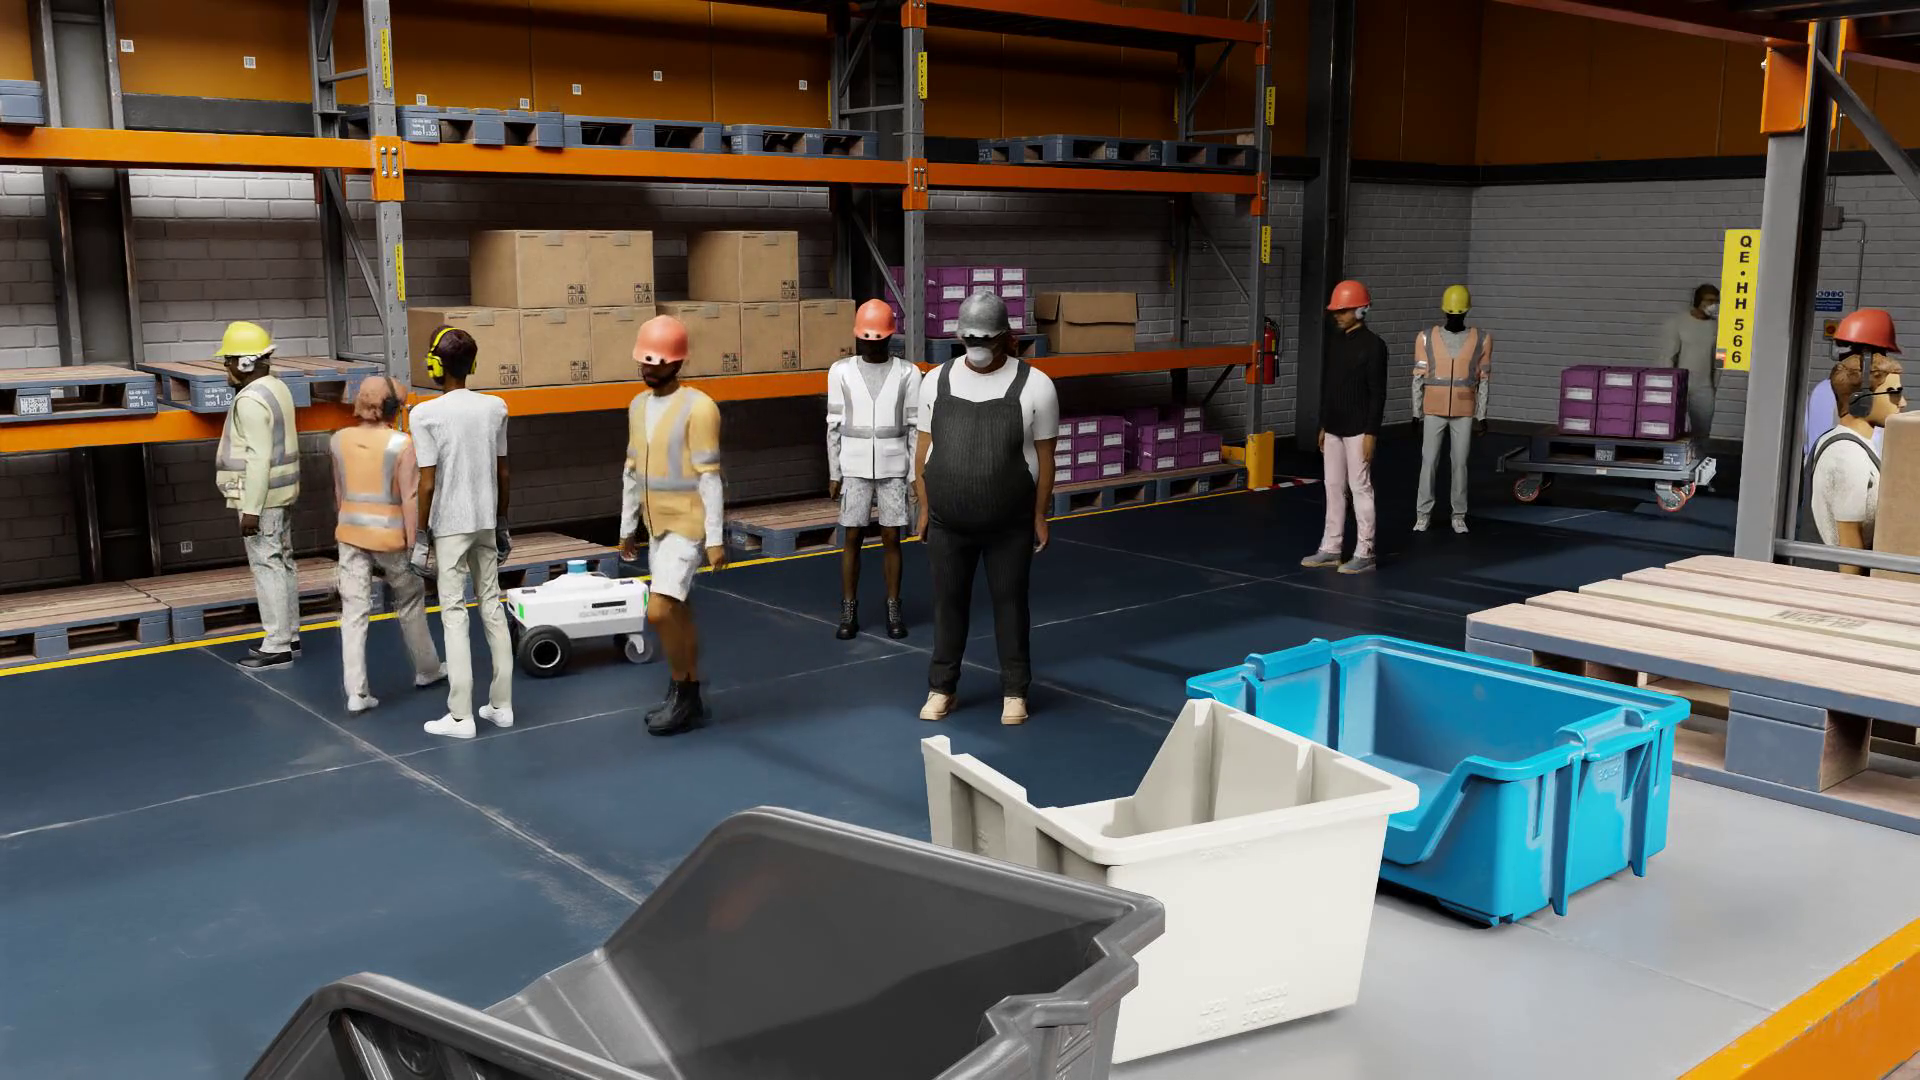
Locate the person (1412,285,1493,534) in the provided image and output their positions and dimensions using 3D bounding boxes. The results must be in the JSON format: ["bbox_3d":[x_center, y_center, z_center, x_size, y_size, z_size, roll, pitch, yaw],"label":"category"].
[{"bbox_3d":[3.783,-1.001,12.841,0.585,1.918,0.379,2,10,13],"label":"person"}]

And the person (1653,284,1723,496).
[{"bbox_3d":[6.603,-1.370,15.039,0.637,1.884,1.064,0,10,1],"label":"person"}]

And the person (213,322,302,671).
[{"bbox_3d":[-3.688,-0.229,8.761,0.404,1.829,0.600,-2,10,-9],"label":"person"}]

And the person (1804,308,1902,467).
[{"bbox_3d":[4.206,-0.126,7.898,0.363,1.933,0.543,0,10,1],"label":"person"}]

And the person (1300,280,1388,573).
[{"bbox_3d":[2.652,-0.755,11.331,0.509,1.995,0.630,-5,11,-24],"label":"person"}]

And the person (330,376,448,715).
[{"bbox_3d":[-2.791,0.003,8.085,0.536,1.597,0.805,2,10,11],"label":"person"}]

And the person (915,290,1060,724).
[{"bbox_3d":[0.100,-0.149,7.725,0.676,2.000,0.536,2,10,12],"label":"person"}]

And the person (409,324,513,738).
[{"bbox_3d":[-2.265,-0.036,7.560,0.328,1.877,0.509,8,13,37],"label":"person"}]

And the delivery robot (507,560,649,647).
[{"bbox_3d":[-2.019,0.350,8.819,0.707,0.478,0.477,-5,11,-25],"label":"delivery robot"}]

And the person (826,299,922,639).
[{"bbox_3d":[-0.481,-0.391,9.399,0.542,1.927,0.380,-1,10,-3],"label":"person"}]

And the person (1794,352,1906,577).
[{"bbox_3d":[3.260,0.233,6.135,0.345,1.846,0.507,3,11,17],"label":"person"}]

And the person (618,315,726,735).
[{"bbox_3d":[-1.338,-0.054,7.532,0.542,1.913,0.632,-10,14,-44],"label":"person"}]
